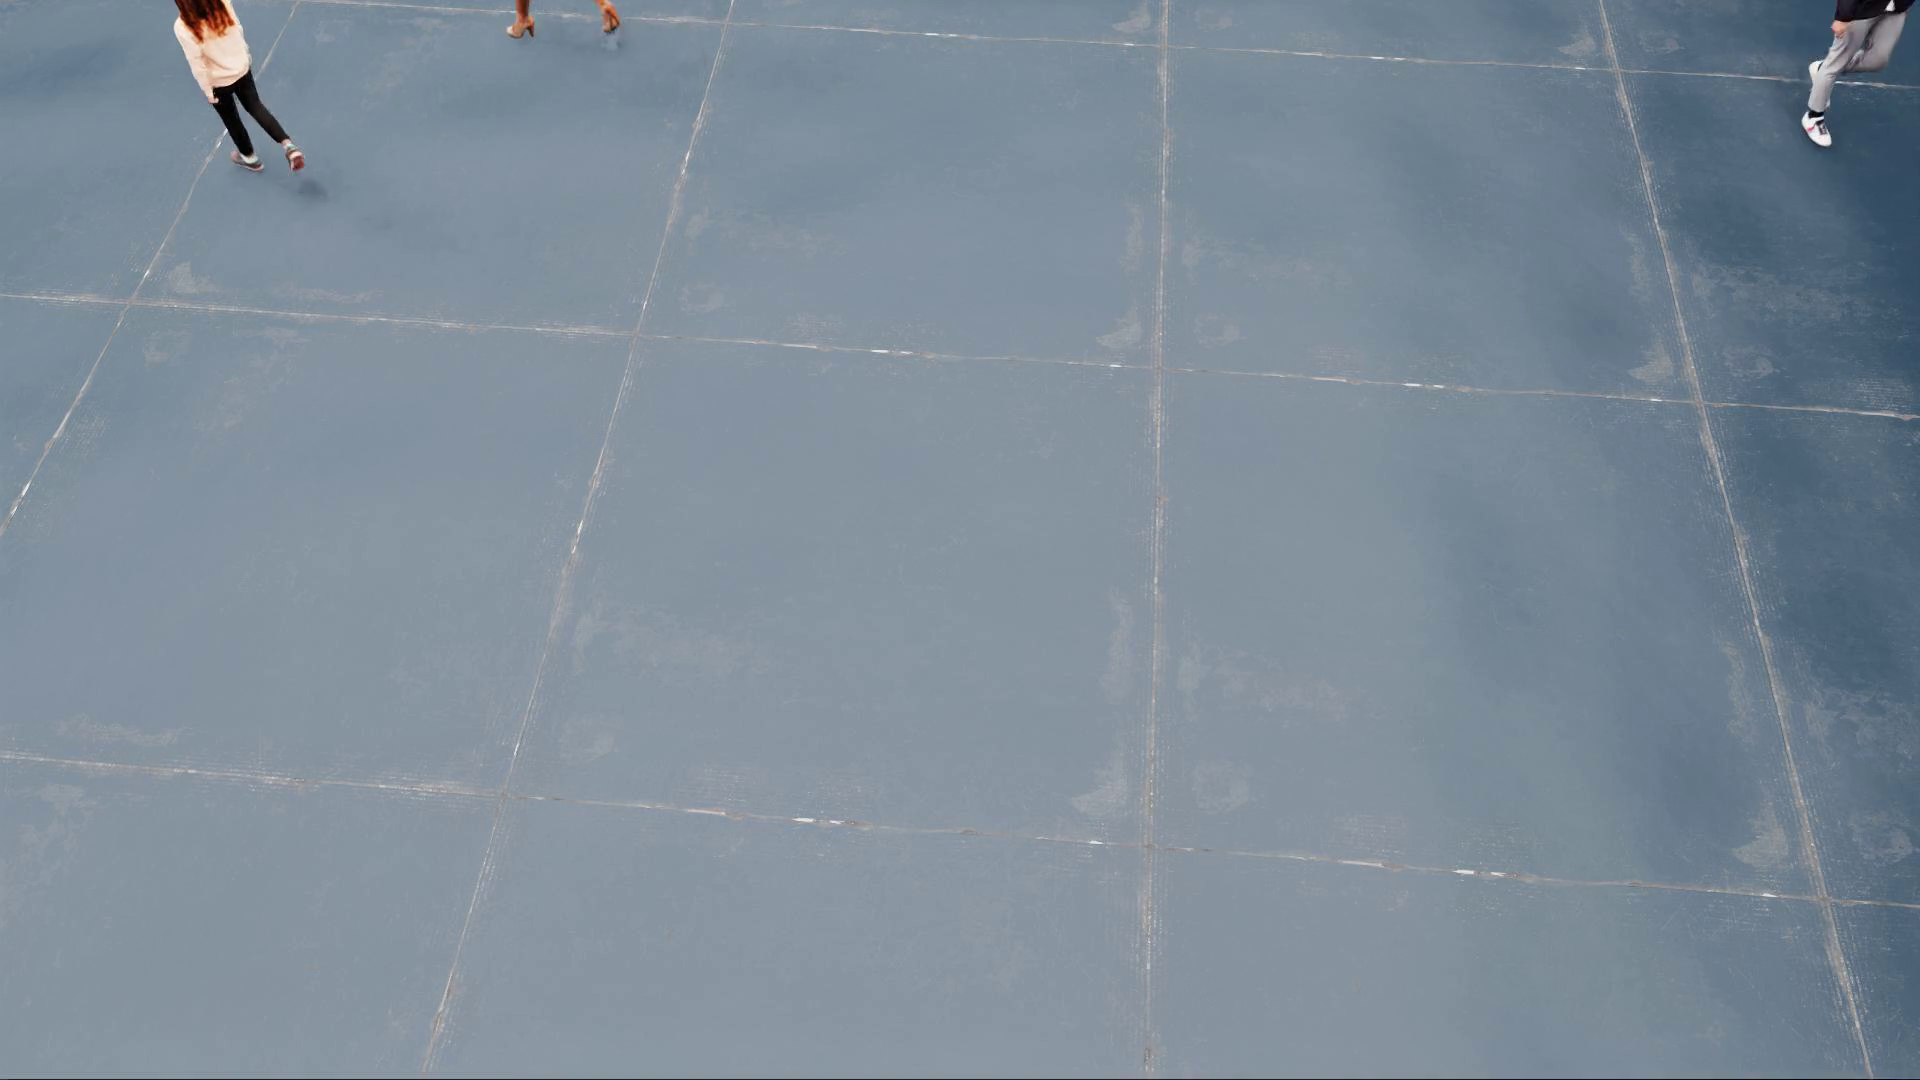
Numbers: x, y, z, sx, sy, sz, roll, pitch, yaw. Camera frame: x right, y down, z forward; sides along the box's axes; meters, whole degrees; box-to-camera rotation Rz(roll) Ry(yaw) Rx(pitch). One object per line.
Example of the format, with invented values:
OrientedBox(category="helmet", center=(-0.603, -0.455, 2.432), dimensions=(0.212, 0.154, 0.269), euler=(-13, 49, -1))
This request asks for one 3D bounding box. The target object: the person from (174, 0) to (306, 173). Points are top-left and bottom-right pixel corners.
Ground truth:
OrientedBox(category="person", center=(-4.293, -2.745, 9.831), dimensions=(0.936, 1.469, 0.793), euler=(26, 57, 19))

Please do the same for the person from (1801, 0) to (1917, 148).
OrientedBox(category="person", center=(5.443, -3.311, 9.972), dimensions=(0.811, 1.939, 0.869), euler=(-8, 53, -6))

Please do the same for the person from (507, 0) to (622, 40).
OrientedBox(category="person", center=(-2.629, -3.858, 10.607), dimensions=(1.056, 1.604, 0.665), euler=(10, 53, 8))
